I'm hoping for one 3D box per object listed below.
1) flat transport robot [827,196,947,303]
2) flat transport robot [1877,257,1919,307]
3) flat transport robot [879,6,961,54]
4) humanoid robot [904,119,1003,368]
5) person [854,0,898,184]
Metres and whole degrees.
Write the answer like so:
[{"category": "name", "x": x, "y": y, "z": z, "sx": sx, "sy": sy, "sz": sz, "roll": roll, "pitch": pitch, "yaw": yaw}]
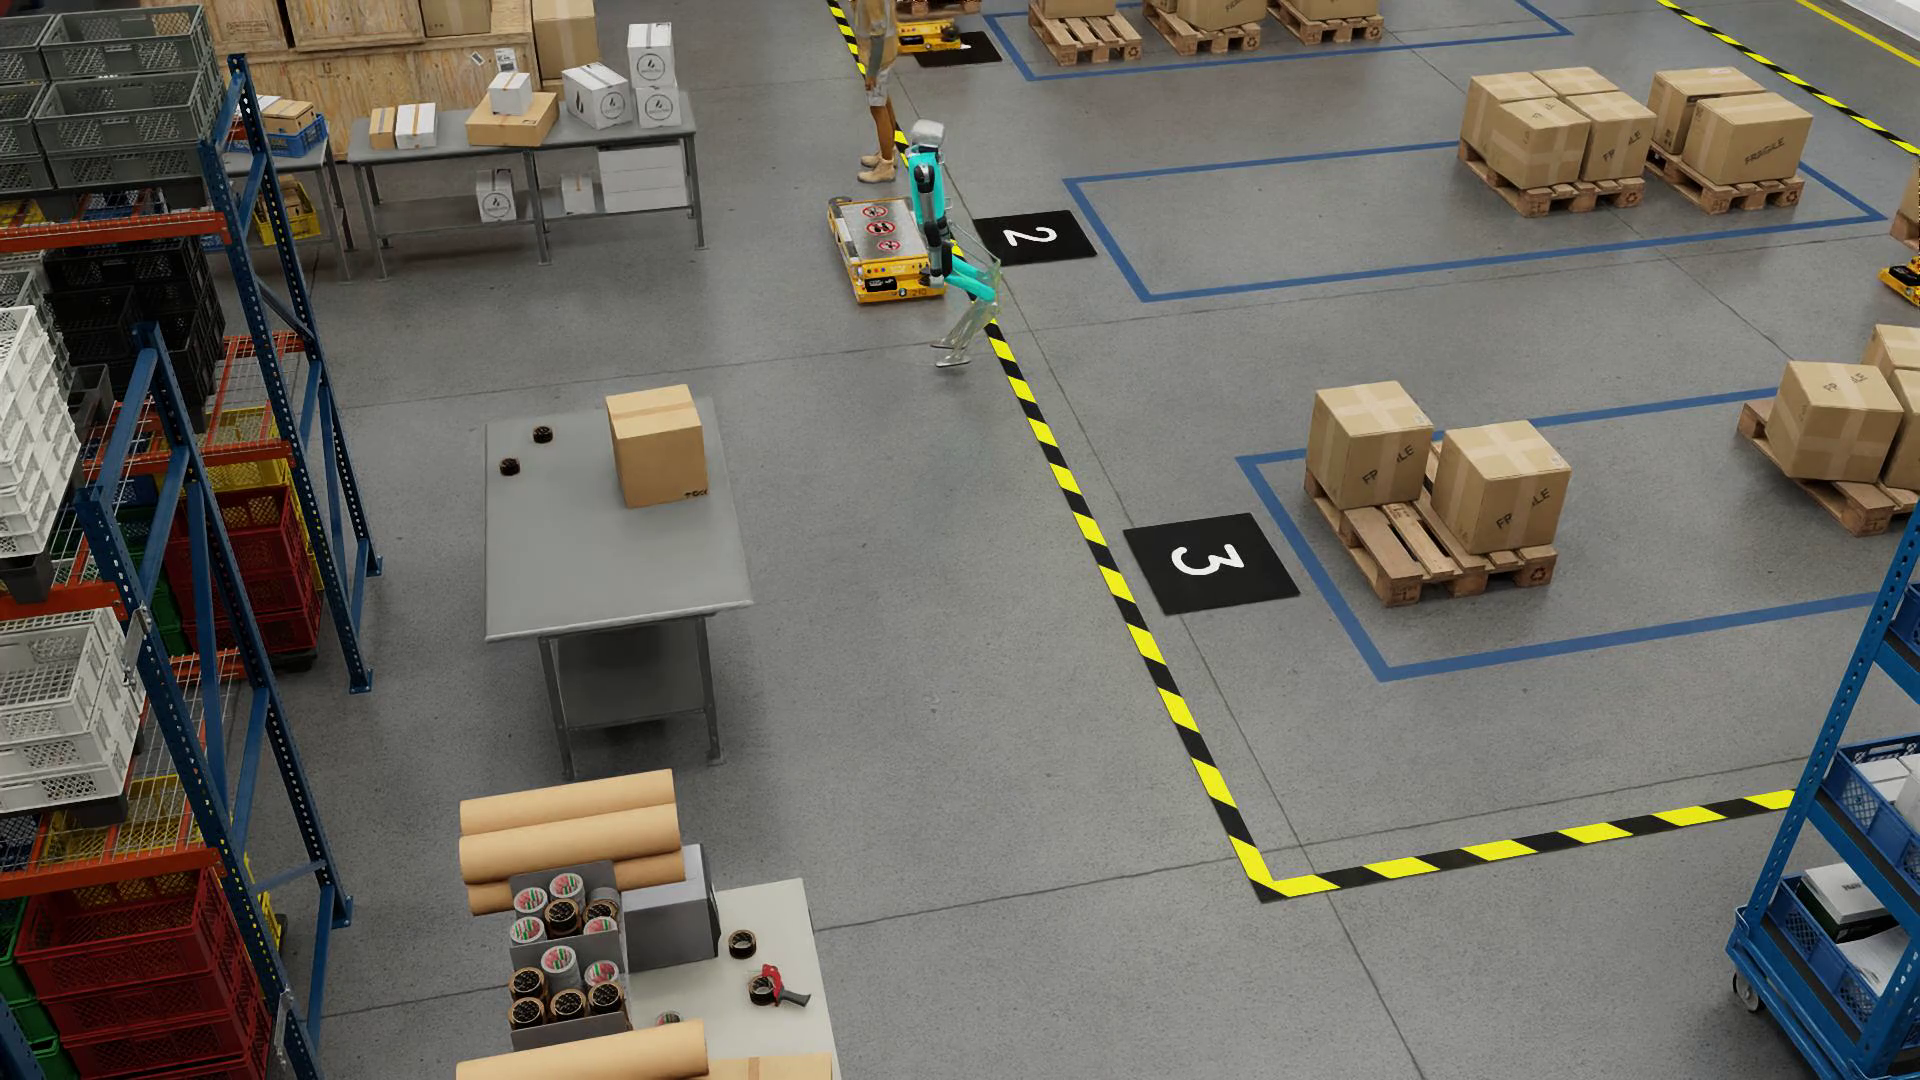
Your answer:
[{"category": "flat transport robot", "x": -0.570, "y": -2.220, "z": 12.538, "sx": 0.659, "sy": 0.231, "sz": 1.431, "roll": -8, "pitch": 37, "yaw": -10}, {"category": "flat transport robot", "x": 7.541, "y": -1.917, "z": 12.107, "sx": 1.431, "sy": 0.197, "sz": 0.652, "roll": -8, "pitch": 37, "yaw": -10}, {"category": "flat transport robot", "x": -0.461, "y": -5.189, "z": 16.505, "sx": 0.652, "sy": 0.197, "sz": 1.431, "roll": -8, "pitch": 37, "yaw": -10}, {"category": "humanoid robot", "x": 0.021, "y": -1.911, "z": 10.779, "sx": 0.735, "sy": 1.677, "sz": 0.533, "roll": -2, "pitch": 37, "yaw": -2}, {"category": "person", "x": -0.697, "y": -3.850, "z": 13.245, "sx": 0.389, "sy": 2.039, "sz": 0.613, "roll": 3, "pitch": 37, "yaw": 4}]
